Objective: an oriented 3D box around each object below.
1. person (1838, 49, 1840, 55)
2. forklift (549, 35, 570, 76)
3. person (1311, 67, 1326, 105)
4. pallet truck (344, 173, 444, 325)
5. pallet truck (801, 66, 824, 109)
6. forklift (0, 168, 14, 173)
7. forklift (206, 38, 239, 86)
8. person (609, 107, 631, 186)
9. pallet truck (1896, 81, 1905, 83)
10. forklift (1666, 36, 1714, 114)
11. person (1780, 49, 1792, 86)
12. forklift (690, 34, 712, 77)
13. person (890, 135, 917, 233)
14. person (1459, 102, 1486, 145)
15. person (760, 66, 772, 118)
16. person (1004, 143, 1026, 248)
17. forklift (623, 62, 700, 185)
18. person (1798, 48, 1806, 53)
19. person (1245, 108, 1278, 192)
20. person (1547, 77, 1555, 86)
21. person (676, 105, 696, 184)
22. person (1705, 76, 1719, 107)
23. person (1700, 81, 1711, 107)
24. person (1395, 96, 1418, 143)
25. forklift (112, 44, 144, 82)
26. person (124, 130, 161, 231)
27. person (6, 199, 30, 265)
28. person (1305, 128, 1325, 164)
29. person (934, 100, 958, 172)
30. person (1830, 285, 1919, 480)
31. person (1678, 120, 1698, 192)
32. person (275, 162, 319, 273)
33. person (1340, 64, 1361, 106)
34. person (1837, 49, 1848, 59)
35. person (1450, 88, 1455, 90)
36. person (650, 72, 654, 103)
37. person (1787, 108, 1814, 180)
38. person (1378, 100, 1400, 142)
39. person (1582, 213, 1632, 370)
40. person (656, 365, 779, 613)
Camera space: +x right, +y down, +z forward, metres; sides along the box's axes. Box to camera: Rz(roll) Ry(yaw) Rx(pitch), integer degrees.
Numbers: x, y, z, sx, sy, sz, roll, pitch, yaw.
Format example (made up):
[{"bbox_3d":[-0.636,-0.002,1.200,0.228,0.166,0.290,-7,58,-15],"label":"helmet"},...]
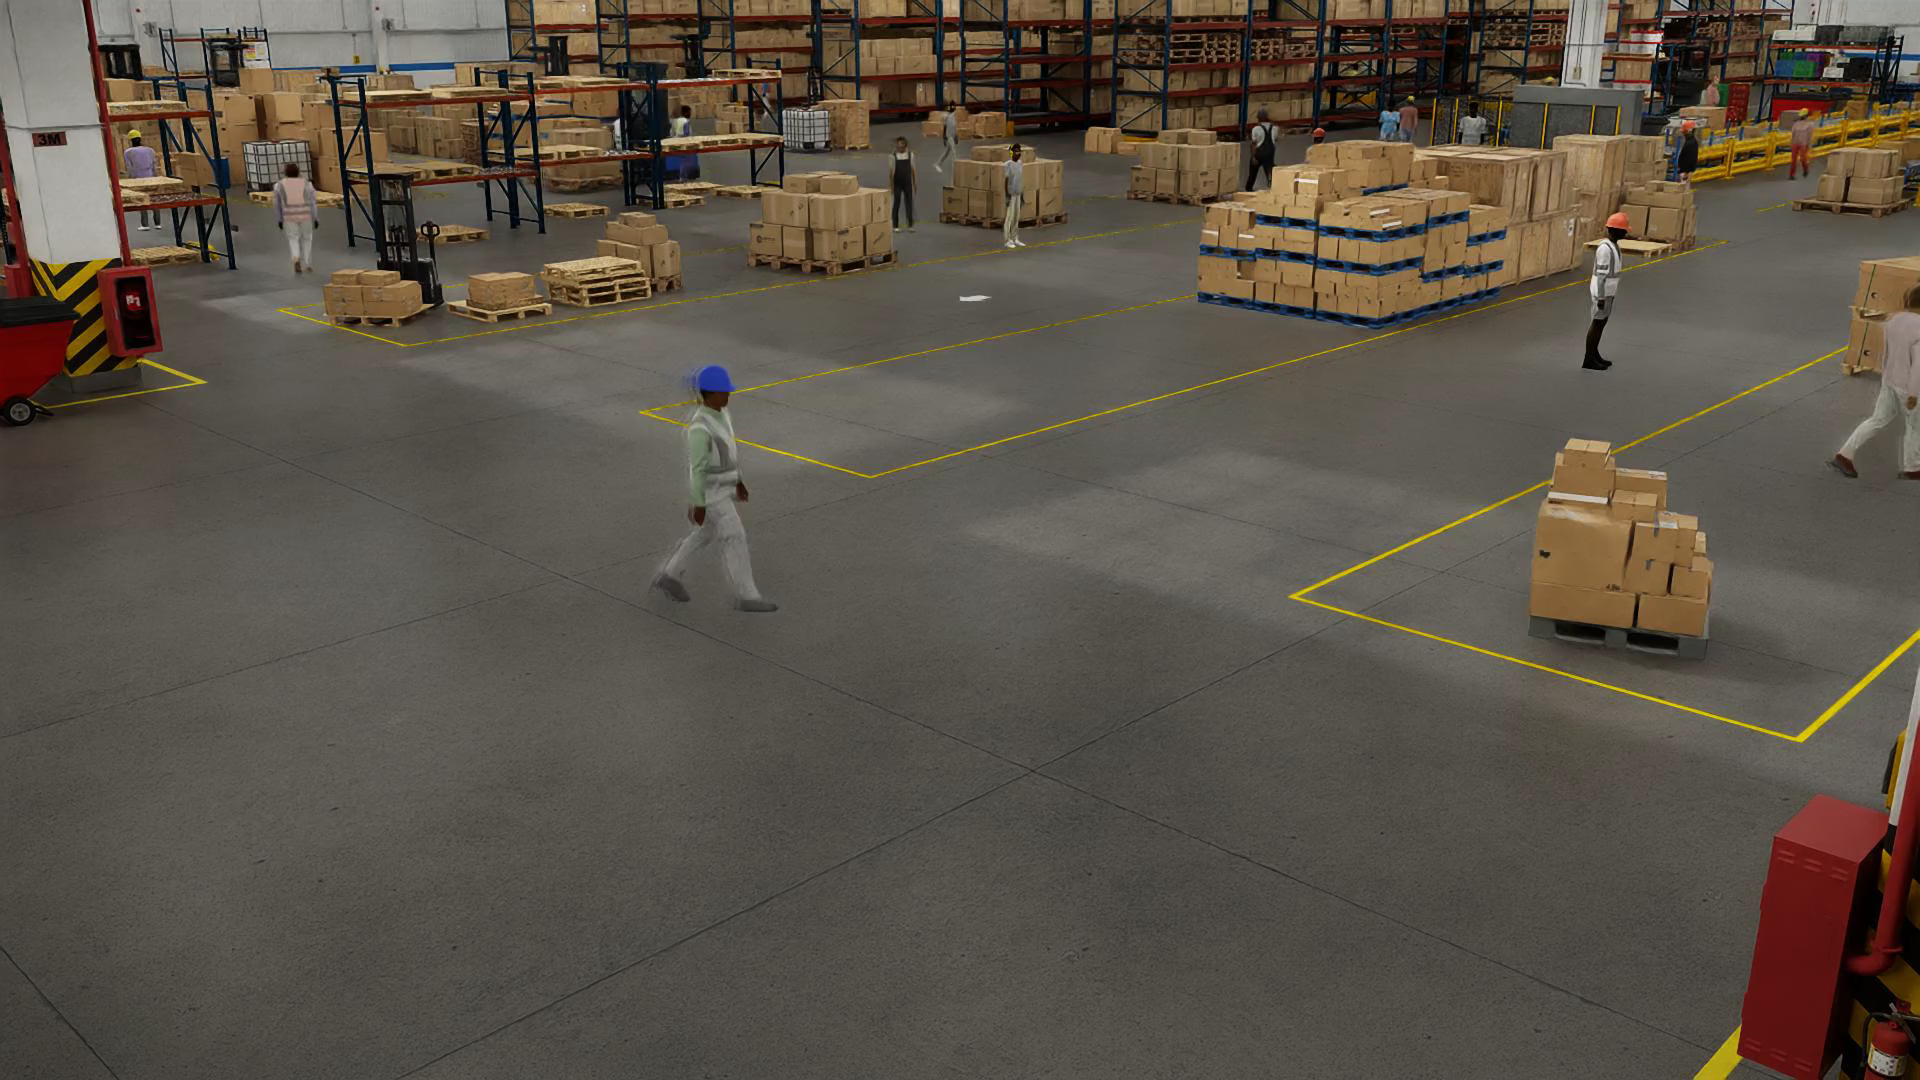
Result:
[{"bbox_3d":[41.181,-22.283,78.298,0.378,1.996,0.610,14,23,36],"label":"person"},{"bbox_3d":[-15.076,-17.613,62.846,1.873,2.768,1.129,4,19,13],"label":"forklift"},{"bbox_3d":[14.508,-18.682,67.406,0.736,2.027,0.617,9,21,26],"label":"person"},{"bbox_3d":[-8.209,-4.181,23.757,0.823,1.965,1.885,3,19,9],"label":"pallet truck"},{"bbox_3d":[-4.812,-15.182,56.903,0.823,1.965,1.885,-9,21,-26],"label":"pallet truck"},{"bbox_3d":[-24.914,-10.604,41.730,1.129,2.768,1.873,17,25,41],"label":"forklift"},{"bbox_3d":[-26.343,-16.562,59.682,1.873,2.768,1.129,17,25,41],"label":"forklift"},{"bbox_3d":[-8.065,-9.349,39.549,0.587,1.867,0.698,16,24,40],"label":"person"},{"bbox_3d":[34.802,-16.331,61.455,0.653,1.274,1.630,17,25,41],"label":"pallet truck"},{"bbox_3d":[27.341,-17.291,61.877,1.129,2.768,1.873,17,25,41],"label":"forklift"},{"bbox_3d":[40.068,-22.894,80.501,0.309,1.769,0.523,-11,21,-29],"label":"person"},{"bbox_3d":[-10.063,-18.291,64.889,1.129,2.768,1.873,17,25,41],"label":"forklift"},{"bbox_3d":[-1.103,-6.857,32.065,0.512,1.845,0.354,-4,19,-12],"label":"person"},{"bbox_3d":[12.191,-9.449,39.677,0.609,1.964,0.367,7,20,21],"label":"person"},{"bbox_3d":[-7.083,-16.332,60.616,0.428,1.843,0.629,2,19,7],"label":"person"},{"bbox_3d":[1.015,-6.258,30.219,0.335,1.869,0.553,14,23,36],"label":"person"},{"bbox_3d":[-7.392,-10.124,40.283,1.129,2.768,1.873,17,25,41],"label":"forklift"},{"bbox_3d":[41.397,-23.418,81.895,0.564,1.883,1.005,16,24,39],"label":"person"},{"bbox_3d":[6.778,-8.682,37.252,0.681,2.000,1.017,-7,20,-19],"label":"person"},{"bbox_3d":[19.008,-14.026,53.730,0.605,1.786,0.893,14,23,36],"label":"person"},{"bbox_3d":[-6.542,-9.391,39.623,0.448,1.890,0.608,-10,21,-27],"label":"person"},{"bbox_3d":[23.687,-13.644,52.418,0.410,1.906,0.642,10,21,27],"label":"person"},{"bbox_3d":[24.541,-14.318,54.891,0.513,1.620,0.595,-14,23,-35],"label":"person"},{"bbox_3d":[12.215,-11.272,45.556,0.635,1.702,0.905,8,20,23],"label":"person"},{"bbox_3d":[-26.352,-14.342,52.992,1.873,2.768,1.129,4,19,11],"label":"forklift"},{"bbox_3d":[-15.898,-6.997,32.352,0.364,1.928,0.587,15,23,37],"label":"person"},{"bbox_3d":[-13.303,-4.039,23.819,0.539,1.683,0.540,8,20,22],"label":"person"},{"bbox_3d":[6.977,-7.077,32.576,0.547,1.938,0.379,-5,19,-14],"label":"person"},{"bbox_3d":[-0.275,-10.279,42.394,0.926,1.833,0.529,8,20,23],"label":"person"},{"bbox_3d":[8.890,-1.487,15.797,0.959,1.908,0.640,-2,18,-5],"label":"person"},{"bbox_3d":[14.747,-7.517,33.829,0.405,1.982,0.622,6,19,17],"label":"person"},{"bbox_3d":[-10.888,-5.293,27.382,0.654,1.821,0.502,-6,19,-19],"label":"person"},{"bbox_3d":[15.754,-18.312,66.842,0.801,1.666,0.571,8,20,23],"label":"person"},{"bbox_3d":[40.860,-21.922,77.328,0.606,1.924,0.773,-2,18,-6],"label":"person"},{"bbox_3d":[23.006,-22.000,77.536,0.358,1.938,0.636,7,19,19],"label":"person"},{"bbox_3d":[-10.457,-14.906,56.301,0.977,1.862,0.606,0,18,1],"label":"person"},{"bbox_3d":[20.668,-9.725,40.845,0.583,1.745,0.534,-15,24,-38],"label":"person"},{"bbox_3d":[11.529,-10.980,44.742,0.550,1.675,0.563,1,18,4],"label":"person"},{"bbox_3d":[7.979,-3.058,20.494,0.388,1.929,0.540,14,23,35],"label":"person"},{"bbox_3d":[-1.893,-0.389,12.479,0.963,1.917,0.596,1,18,4],"label":"person"}]
